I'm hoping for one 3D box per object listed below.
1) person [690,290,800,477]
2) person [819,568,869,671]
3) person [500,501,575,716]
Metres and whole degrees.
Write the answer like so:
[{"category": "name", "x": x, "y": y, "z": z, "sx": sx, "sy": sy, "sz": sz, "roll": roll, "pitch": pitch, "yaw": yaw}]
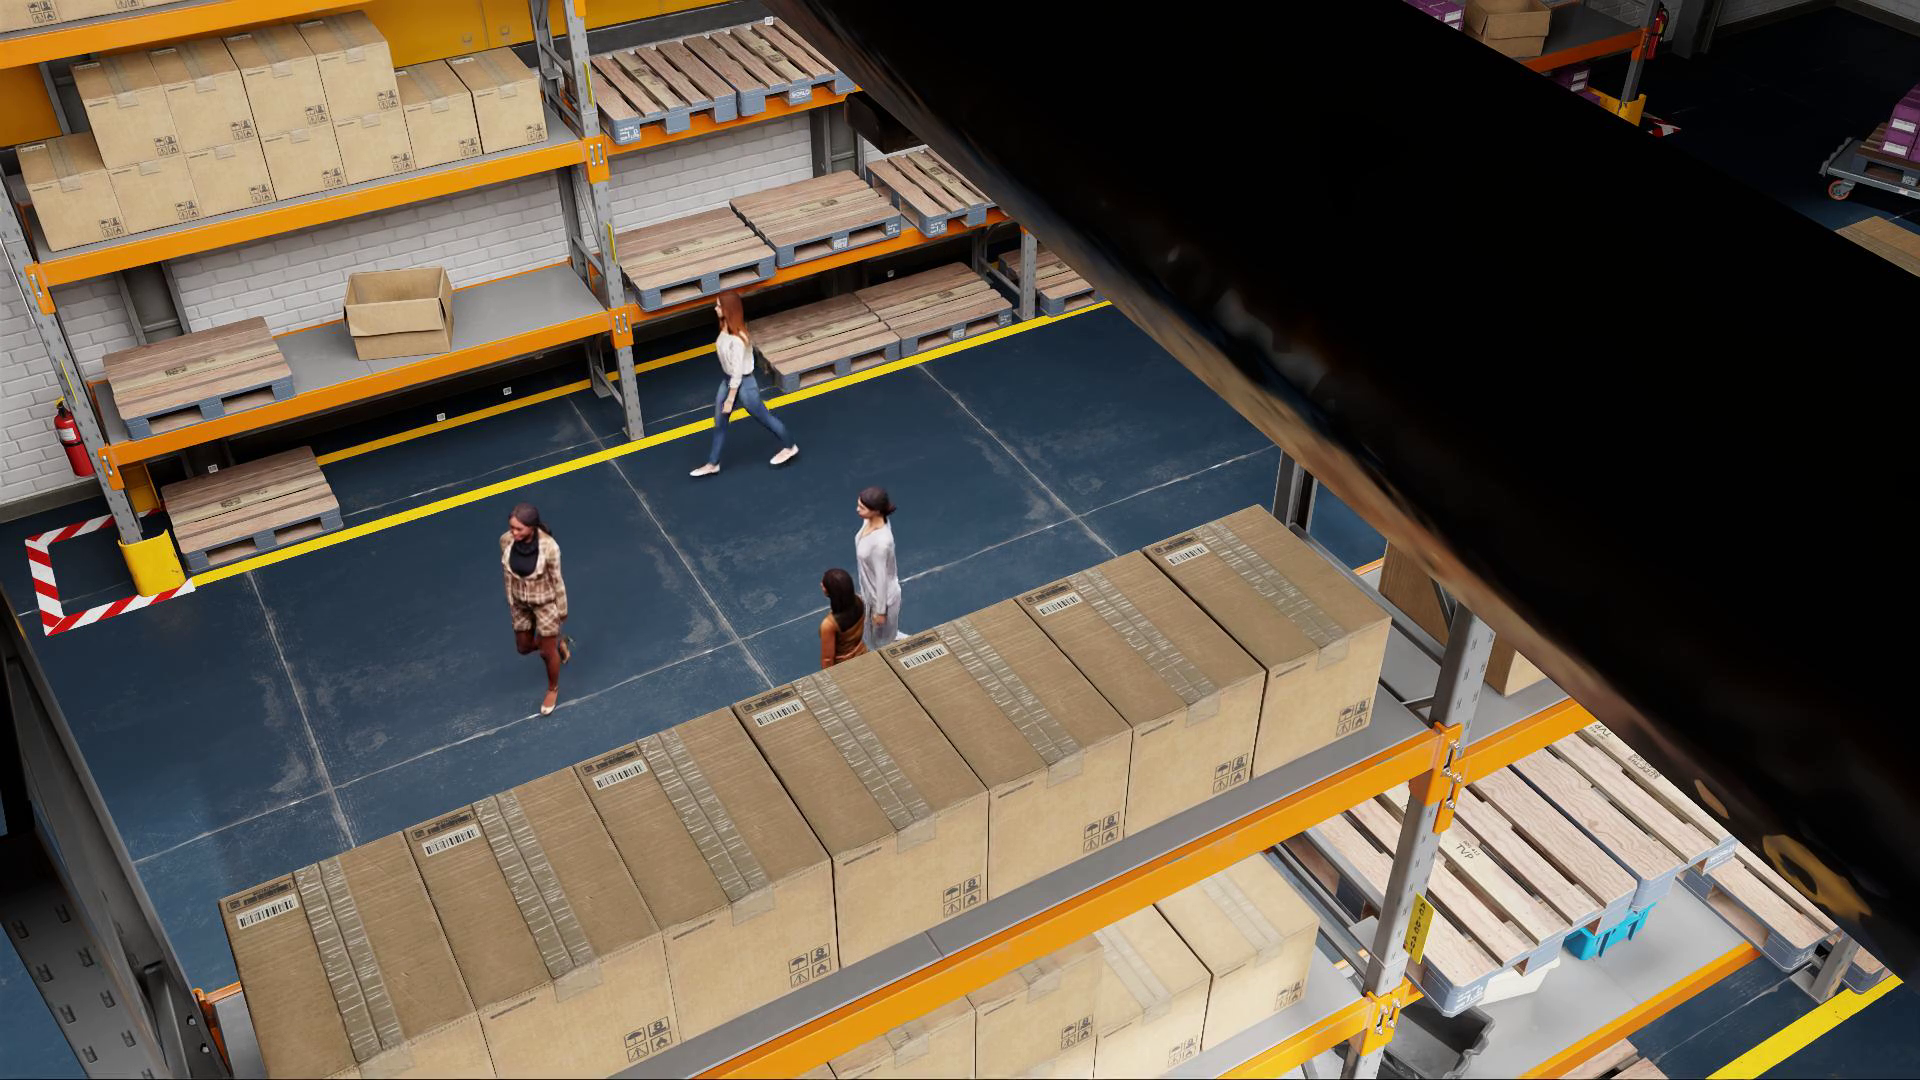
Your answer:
[{"category": "person", "x": -1.696, "y": -1.255, "z": 13.567, "sx": 1.164, "sy": 1.681, "sz": 0.597, "roll": -17, "pitch": 42, "yaw": -20}, {"category": "person", "x": -0.749, "y": 0.854, "z": 10.924, "sx": 0.698, "sy": 1.683, "sz": 0.595, "roll": 20, "pitch": 43, "yaw": 23}, {"category": "person", "x": -2.864, "y": 0.409, "z": 11.405, "sx": 0.842, "sy": 1.778, "sz": 0.902, "roll": 9, "pitch": 40, "yaw": 12}]
